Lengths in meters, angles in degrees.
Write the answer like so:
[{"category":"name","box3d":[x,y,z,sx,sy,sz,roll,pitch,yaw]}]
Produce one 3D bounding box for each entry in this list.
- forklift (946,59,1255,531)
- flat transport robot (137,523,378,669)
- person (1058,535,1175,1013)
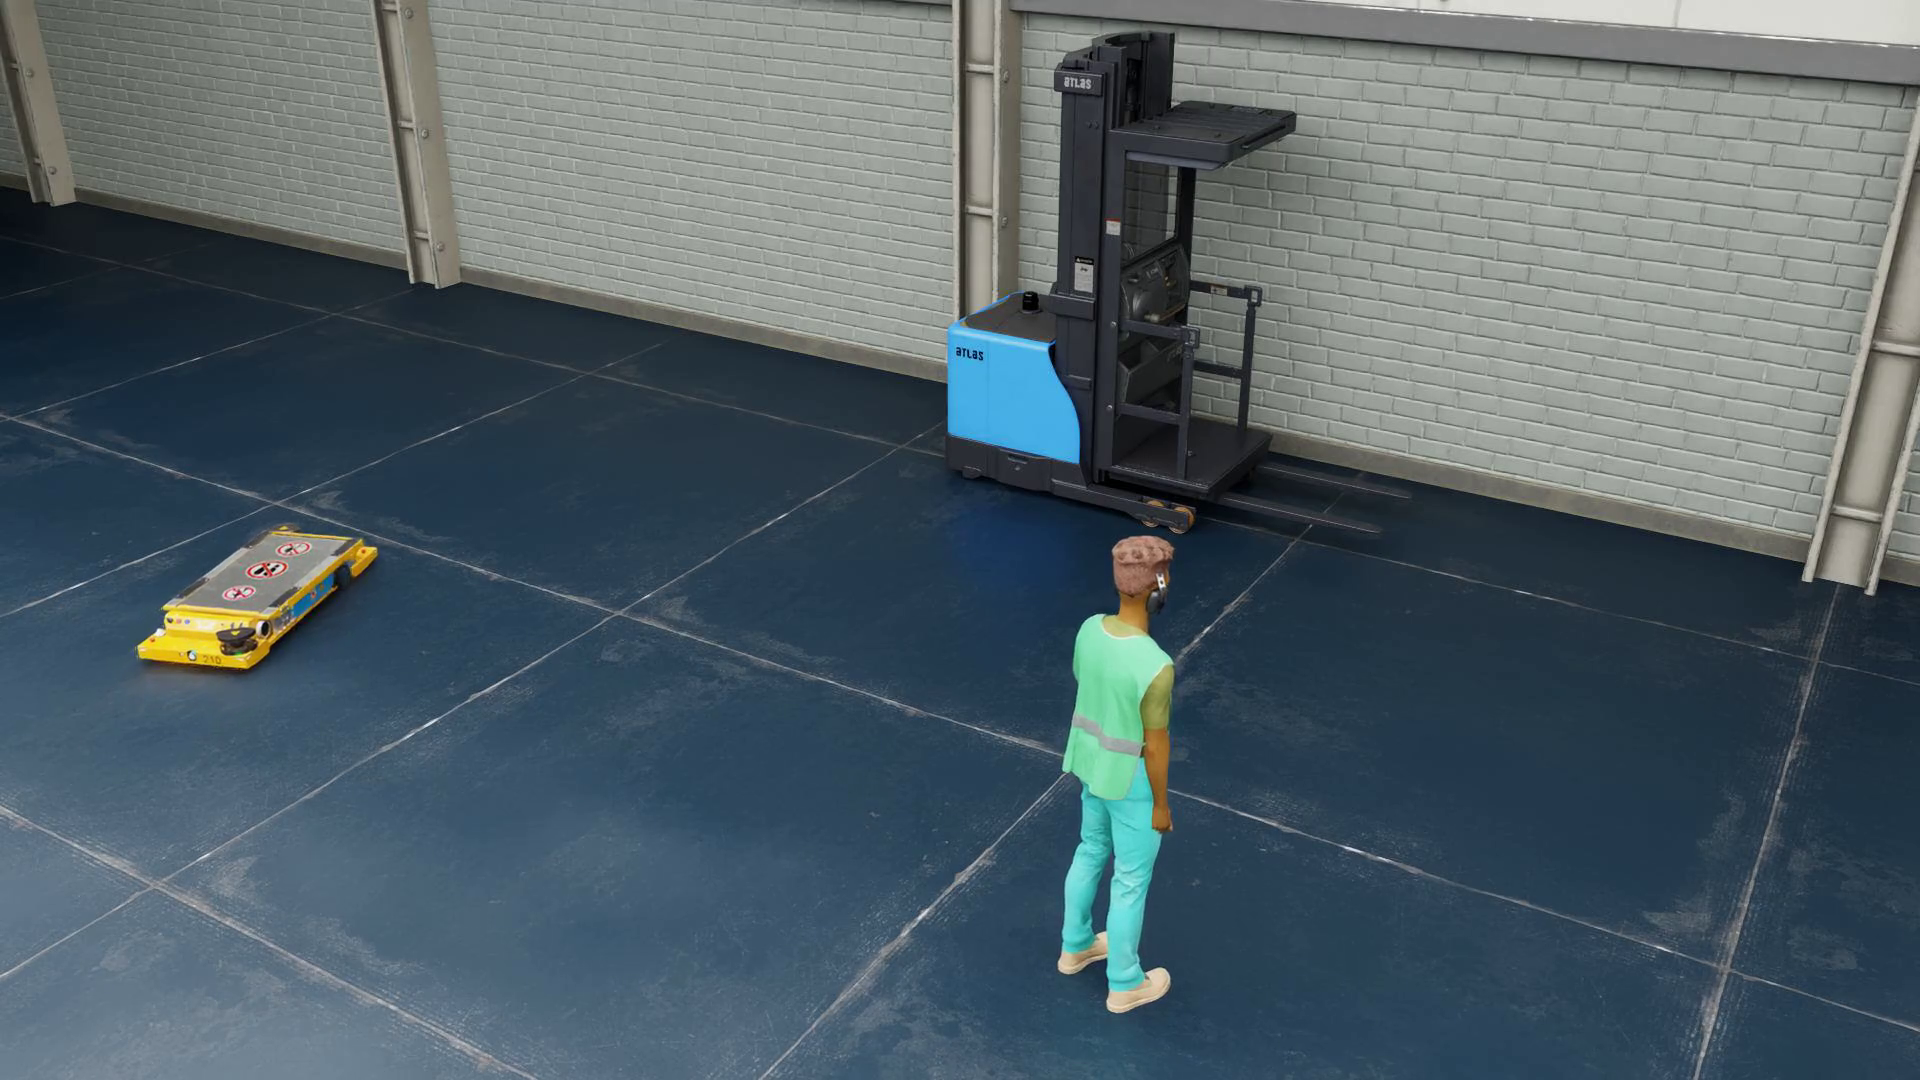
[{"category":"forklift","box3d":[0.933,-1.707,10.833,1.873,2.768,1.129,15,29,28]},{"category":"flat transport robot","box3d":[-4.026,0.304,9.616,0.659,0.231,1.431,5,26,9]},{"category":"person","box3d":[0.607,0.903,6.368,0.392,1.971,0.478,-15,29,-29]}]
